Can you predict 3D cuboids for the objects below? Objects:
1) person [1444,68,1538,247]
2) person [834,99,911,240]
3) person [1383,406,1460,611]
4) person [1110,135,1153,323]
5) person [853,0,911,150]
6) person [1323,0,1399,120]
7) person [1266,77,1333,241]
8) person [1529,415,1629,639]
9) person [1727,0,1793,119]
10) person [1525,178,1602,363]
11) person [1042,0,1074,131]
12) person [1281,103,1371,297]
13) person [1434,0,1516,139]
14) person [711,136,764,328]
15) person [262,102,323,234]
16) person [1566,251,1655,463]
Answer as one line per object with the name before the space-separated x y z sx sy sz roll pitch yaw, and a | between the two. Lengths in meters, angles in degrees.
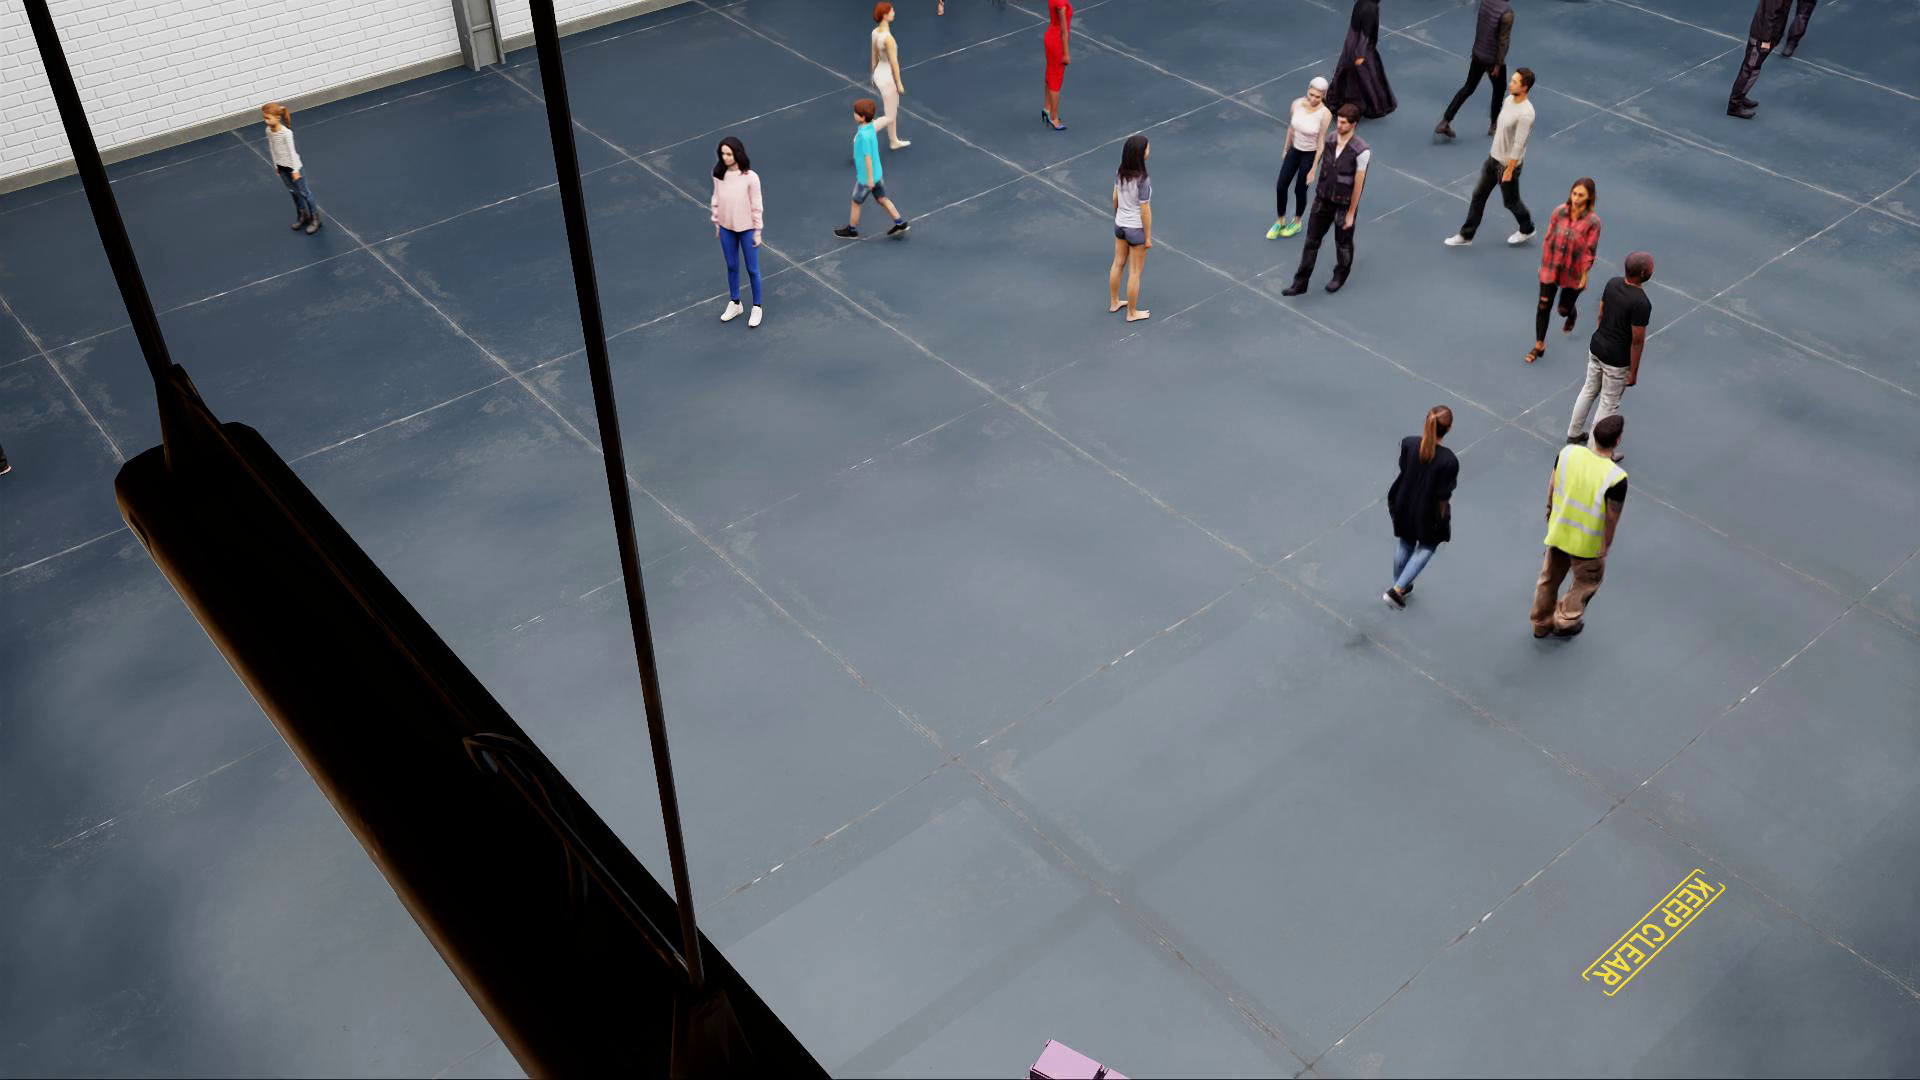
person | 5.219 -3.553 15.620 1.245 1.779 1.034 -6 39 -8
person | -0.793 -3.502 15.845 0.985 1.420 0.943 5 39 7
person | 3.111 -0.178 11.479 0.658 1.673 0.791 31 48 33
person | 1.514 -2.754 14.656 0.515 1.734 0.594 -25 45 -27
person | -0.837 -4.731 17.221 0.975 1.622 0.707 -16 41 -20
person | 4.245 -5.308 17.957 1.160 1.605 1.008 -3 39 -3
person | 3.332 -3.645 15.821 0.686 1.673 0.684 -28 46 -30
person | 4.112 -0.027 11.160 0.697 1.836 0.706 -28 47 -31
person | 8.718 -5.524 18.039 0.842 1.840 0.687 15 41 18
person | 5.173 -2.310 14.136 0.886 1.689 0.661 -32 48 -33
person | 1.029 -5.271 17.800 0.663 1.743 0.647 -5 39 -7
person | 3.461 -3.068 14.976 0.731 1.826 0.998 30 47 32
person | 5.465 -5.047 17.479 1.267 1.795 0.976 -13 40 -16
person | -1.929 -2.720 14.585 0.719 1.769 0.703 15 41 18
person | -6.461 -3.606 16.061 0.527 1.312 0.556 16 41 19
person | 5.078 -1.435 12.948 0.724 1.805 0.736 -12 40 -14
